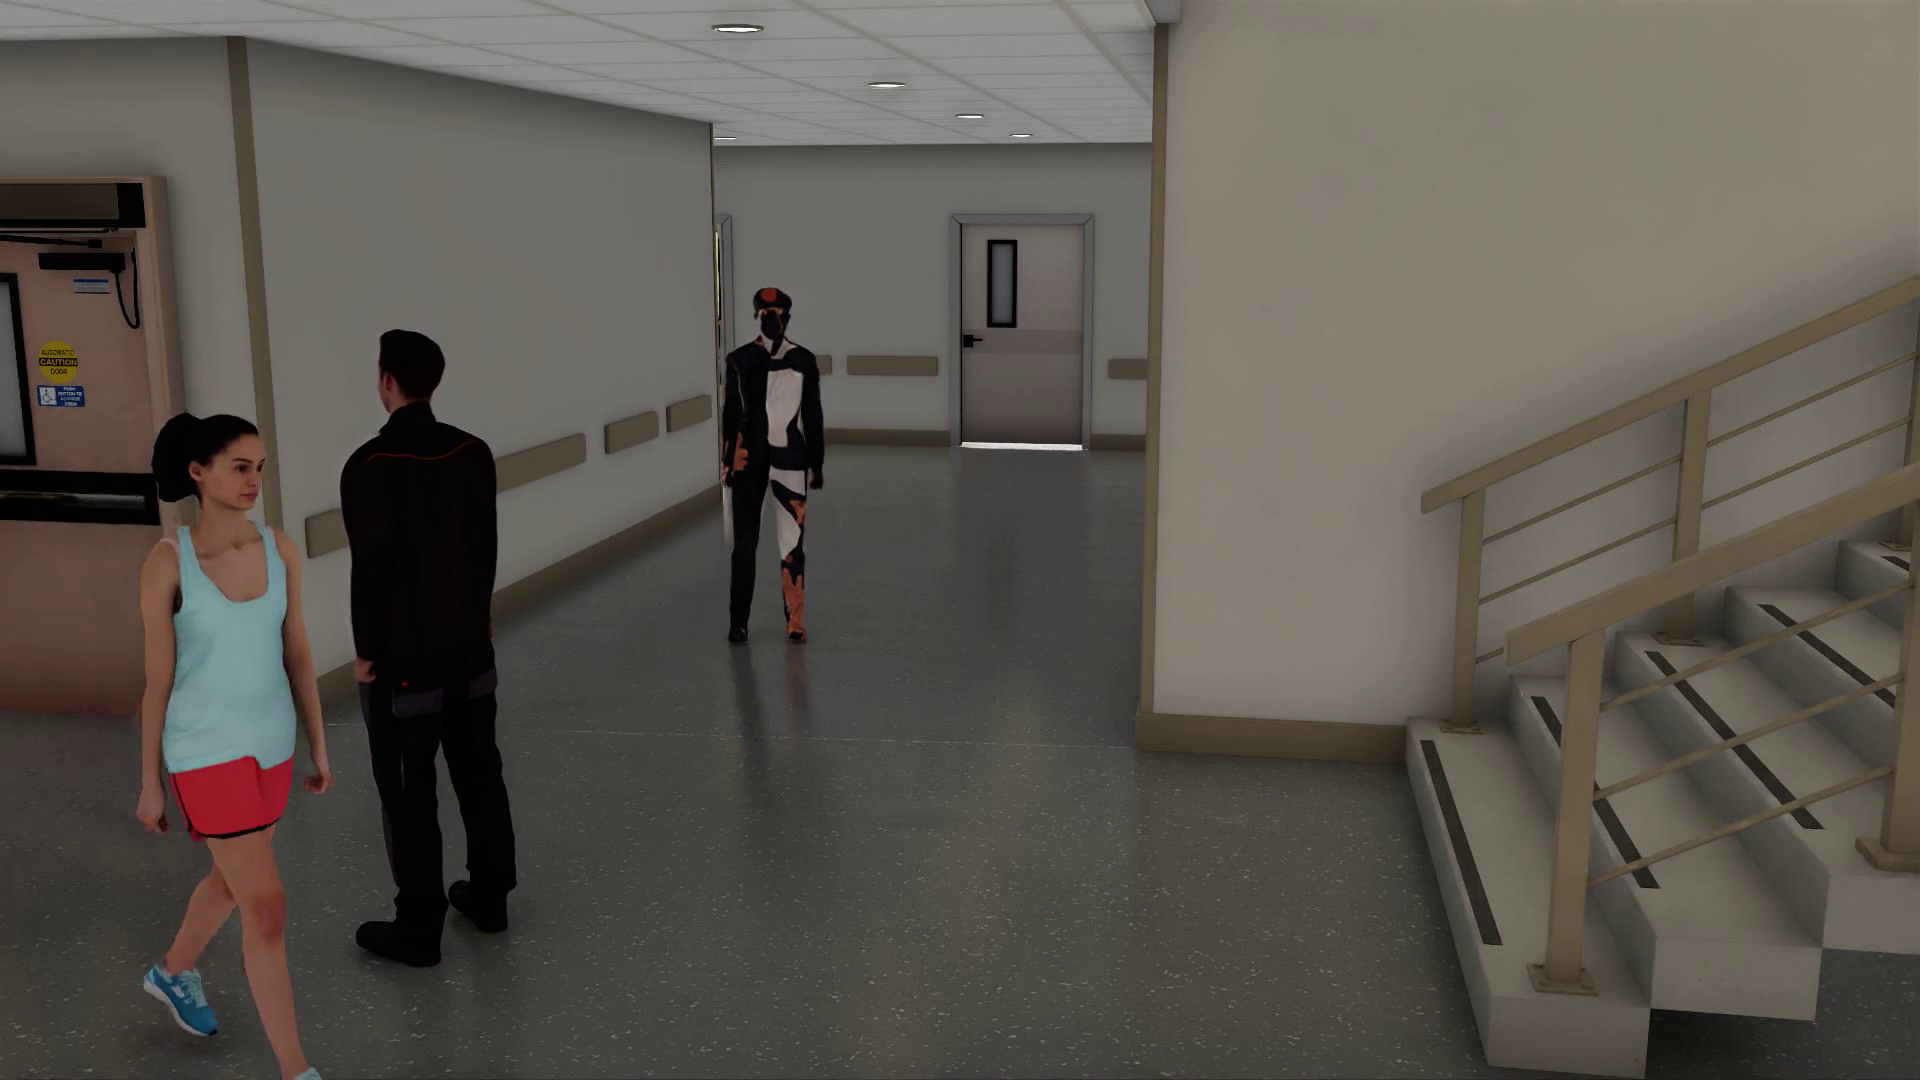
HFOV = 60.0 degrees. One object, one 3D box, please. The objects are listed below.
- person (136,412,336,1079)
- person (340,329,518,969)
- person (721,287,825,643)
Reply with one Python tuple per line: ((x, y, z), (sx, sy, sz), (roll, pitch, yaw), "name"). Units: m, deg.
((-1.891, 0.572, 4.227), (1.277, 1.718, 0.944), (7, 13, 33), "person")
((-1.623, 0.315, 5.056), (0.746, 1.915, 0.771), (7, 13, 34), "person")
((-1.004, -0.406, 8.936), (0.634, 1.884, 0.824), (0, 11, -1), "person")
